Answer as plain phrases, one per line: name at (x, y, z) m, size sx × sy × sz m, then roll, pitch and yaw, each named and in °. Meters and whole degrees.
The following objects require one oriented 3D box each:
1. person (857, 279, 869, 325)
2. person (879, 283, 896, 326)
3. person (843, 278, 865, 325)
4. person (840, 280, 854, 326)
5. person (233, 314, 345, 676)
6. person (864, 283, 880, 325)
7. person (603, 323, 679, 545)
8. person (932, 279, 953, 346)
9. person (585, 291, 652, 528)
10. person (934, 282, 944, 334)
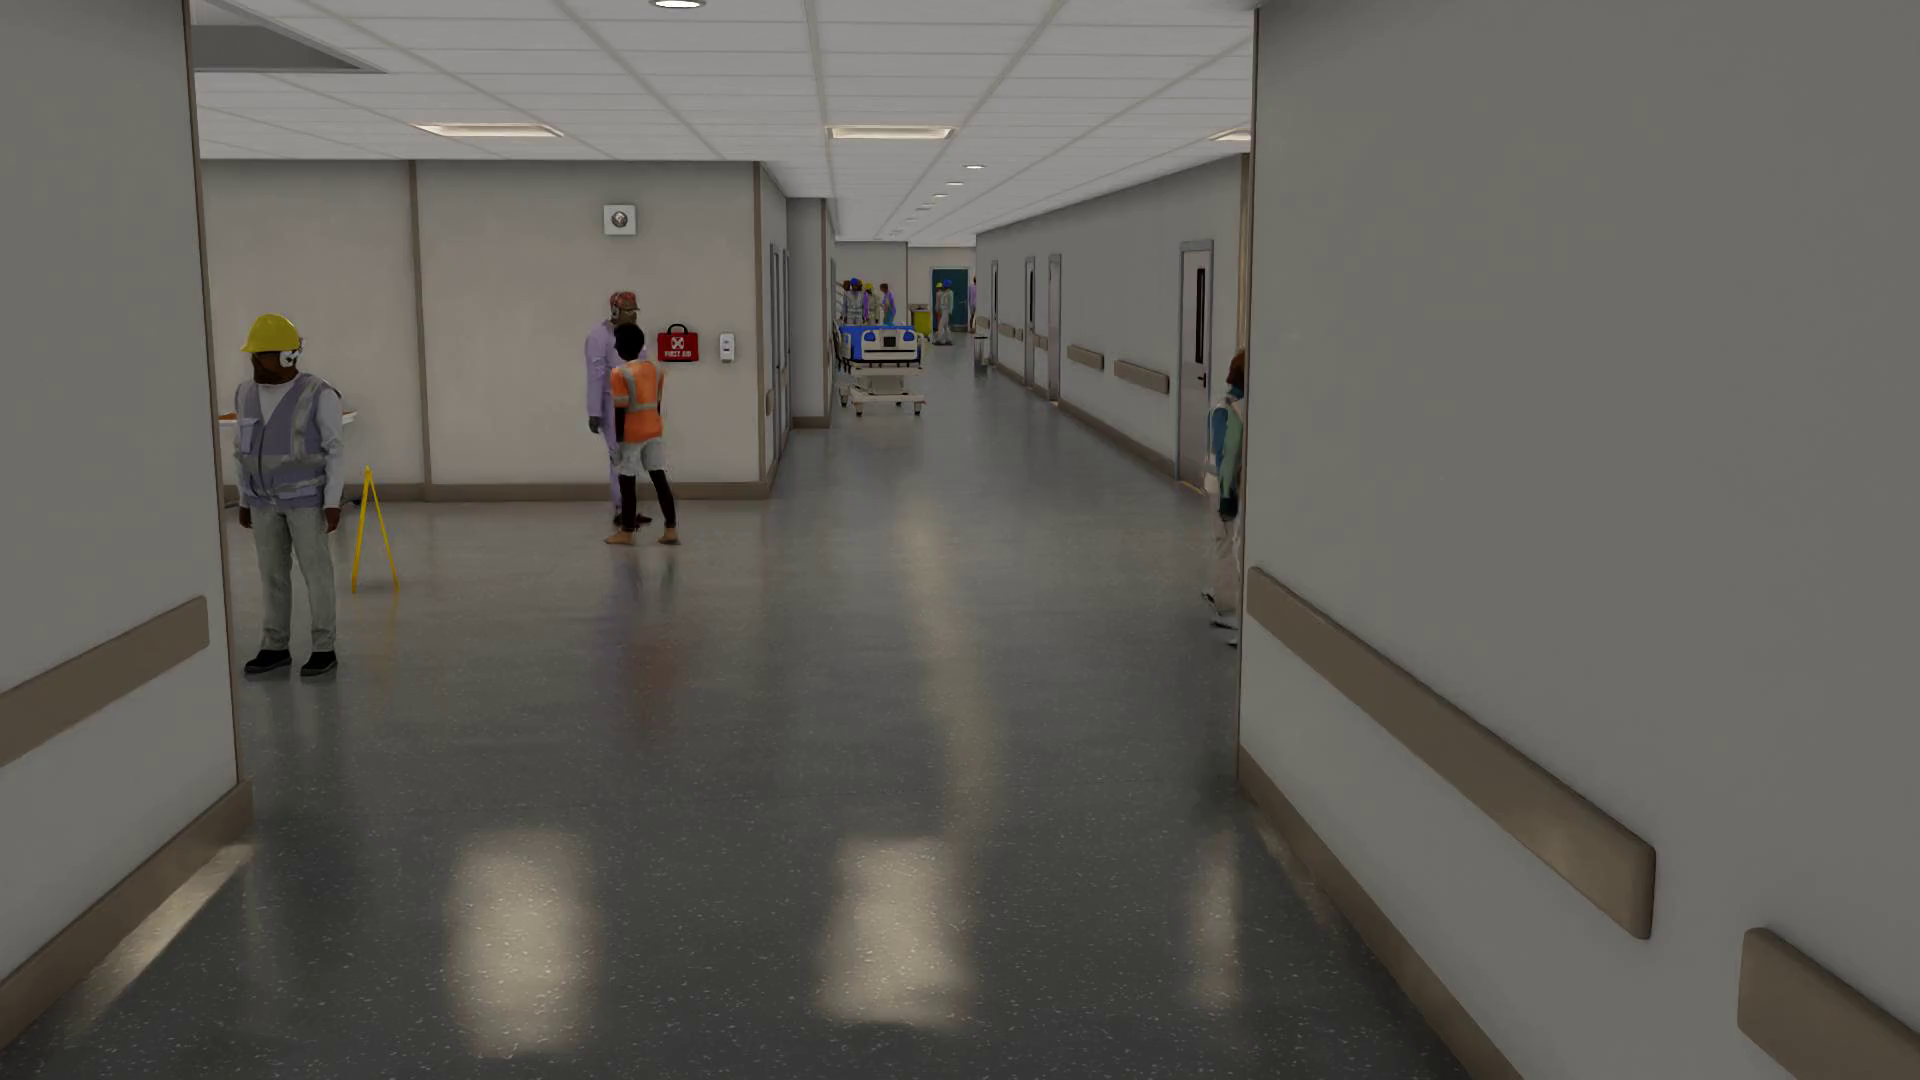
person at (-2.638, -5.939, 44.026) m, size 0.426 × 1.916 × 0.567 m, roll 7°, pitch 12°, yaw 38°
person at (-2.097, -6.298, 46.655) m, size 0.700 × 1.802 × 0.640 m, roll 0°, pitch 9°, yaw 0°
person at (-2.731, -5.777, 42.907) m, size 0.602 × 1.951 × 0.380 m, roll -4°, pitch 10°, yaw -23°
person at (-3.089, -6.200, 45.776) m, size 0.361 × 1.883 × 0.574 m, roll -9°, pitch 12°, yaw -43°
person at (-3.403, -0.221, 8.406) m, size 0.593 × 1.828 × 0.403 m, roll 2°, pitch 9°, yaw 13°
person at (-2.438, -6.047, 45.022) m, size 0.590 × 1.823 × 0.405 m, roll 6°, pitch 11°, yaw 34°
person at (-2.387, -0.766, 12.416) m, size 0.695 × 1.684 × 0.562 m, roll 6°, pitch 11°, yaw 32°
person at (-0.493, -6.545, 47.894) m, size 0.635 × 1.898 × 0.670 m, roll -2°, pitch 9°, yaw -12°
person at (-2.689, -1.047, 13.388) m, size 0.439 × 1.892 × 0.683 m, roll 5°, pitch 10°, yaw 27°
person at (-0.701, -8.031, 57.633) m, size 0.309 × 1.772 × 0.525 m, roll 5°, pitch 10°, yaw 28°
